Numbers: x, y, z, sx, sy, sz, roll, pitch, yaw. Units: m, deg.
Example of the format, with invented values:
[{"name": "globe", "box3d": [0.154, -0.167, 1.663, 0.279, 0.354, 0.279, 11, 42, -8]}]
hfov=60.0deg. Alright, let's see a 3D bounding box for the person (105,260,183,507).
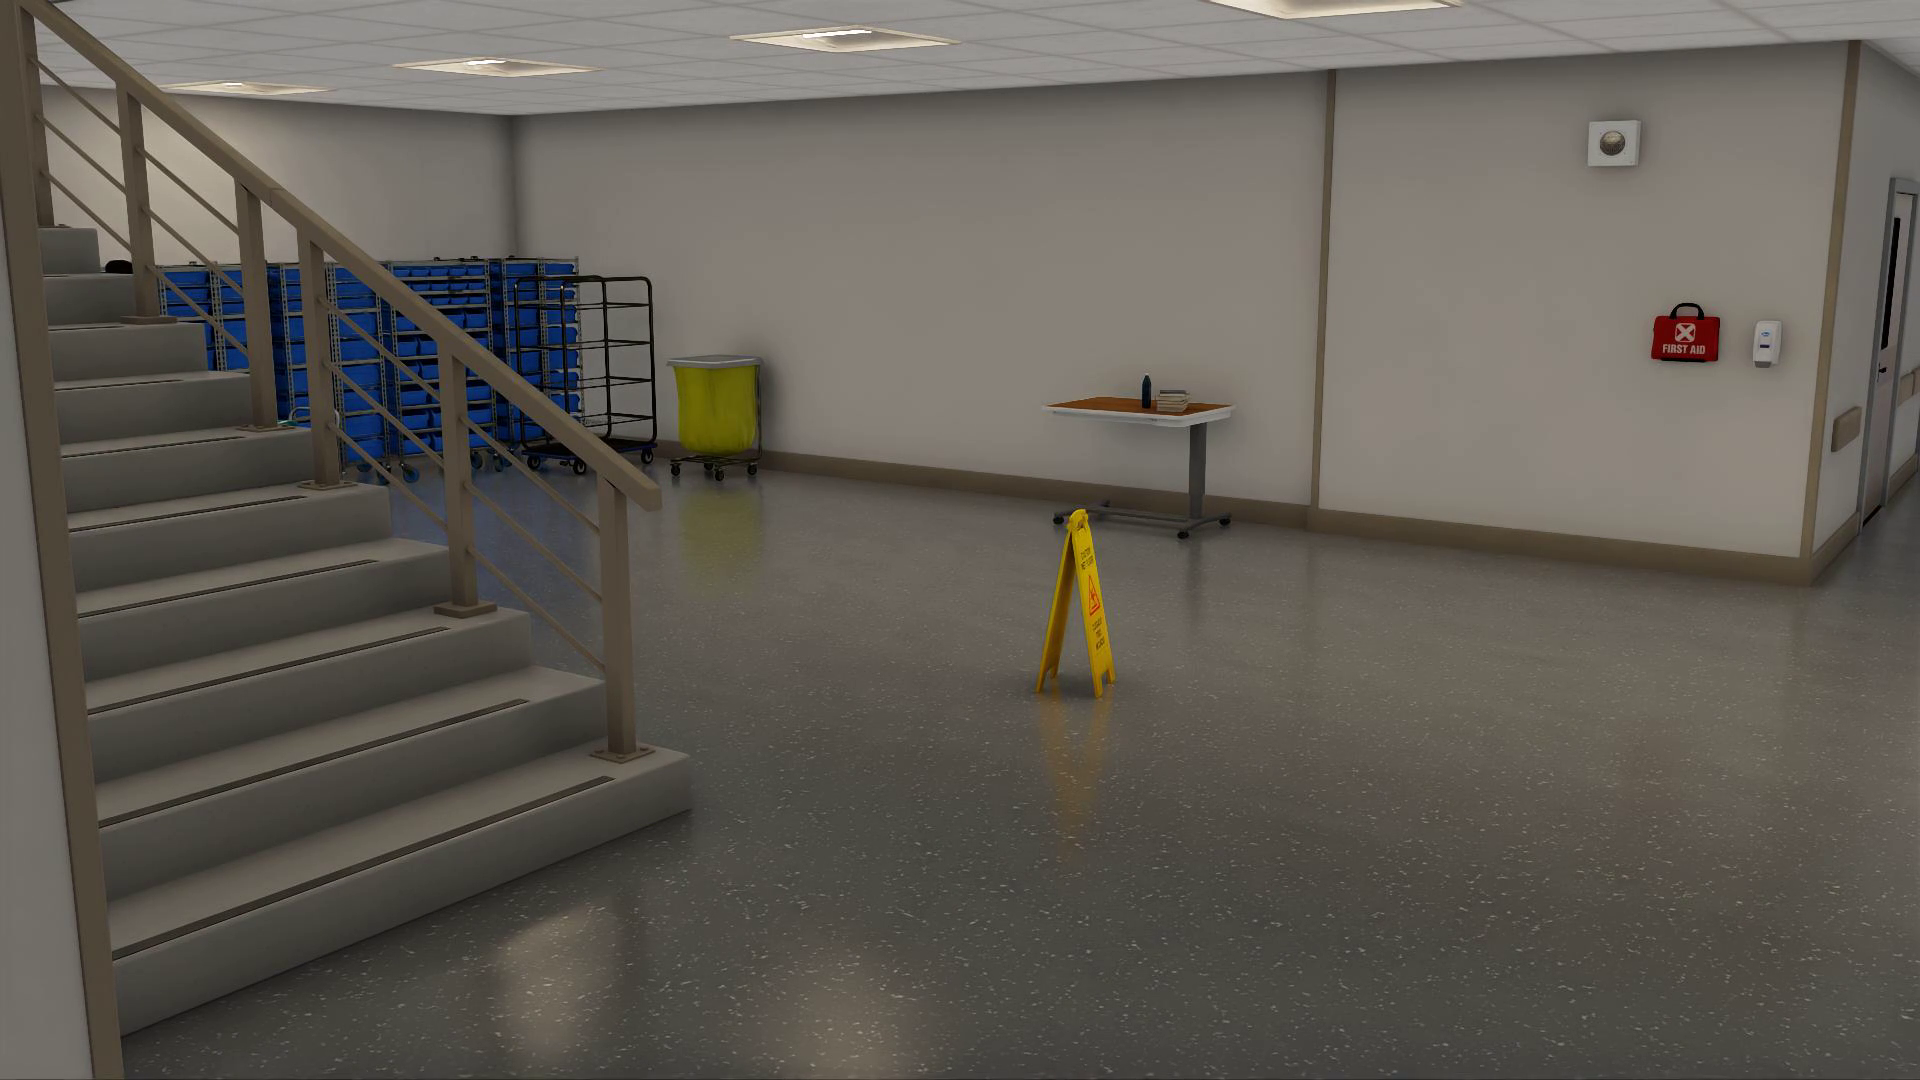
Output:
[{"name": "person", "box3d": [-4.837, -0.733, 9.796, 0.655, 1.815, 0.719, 4, 12, 21]}]
